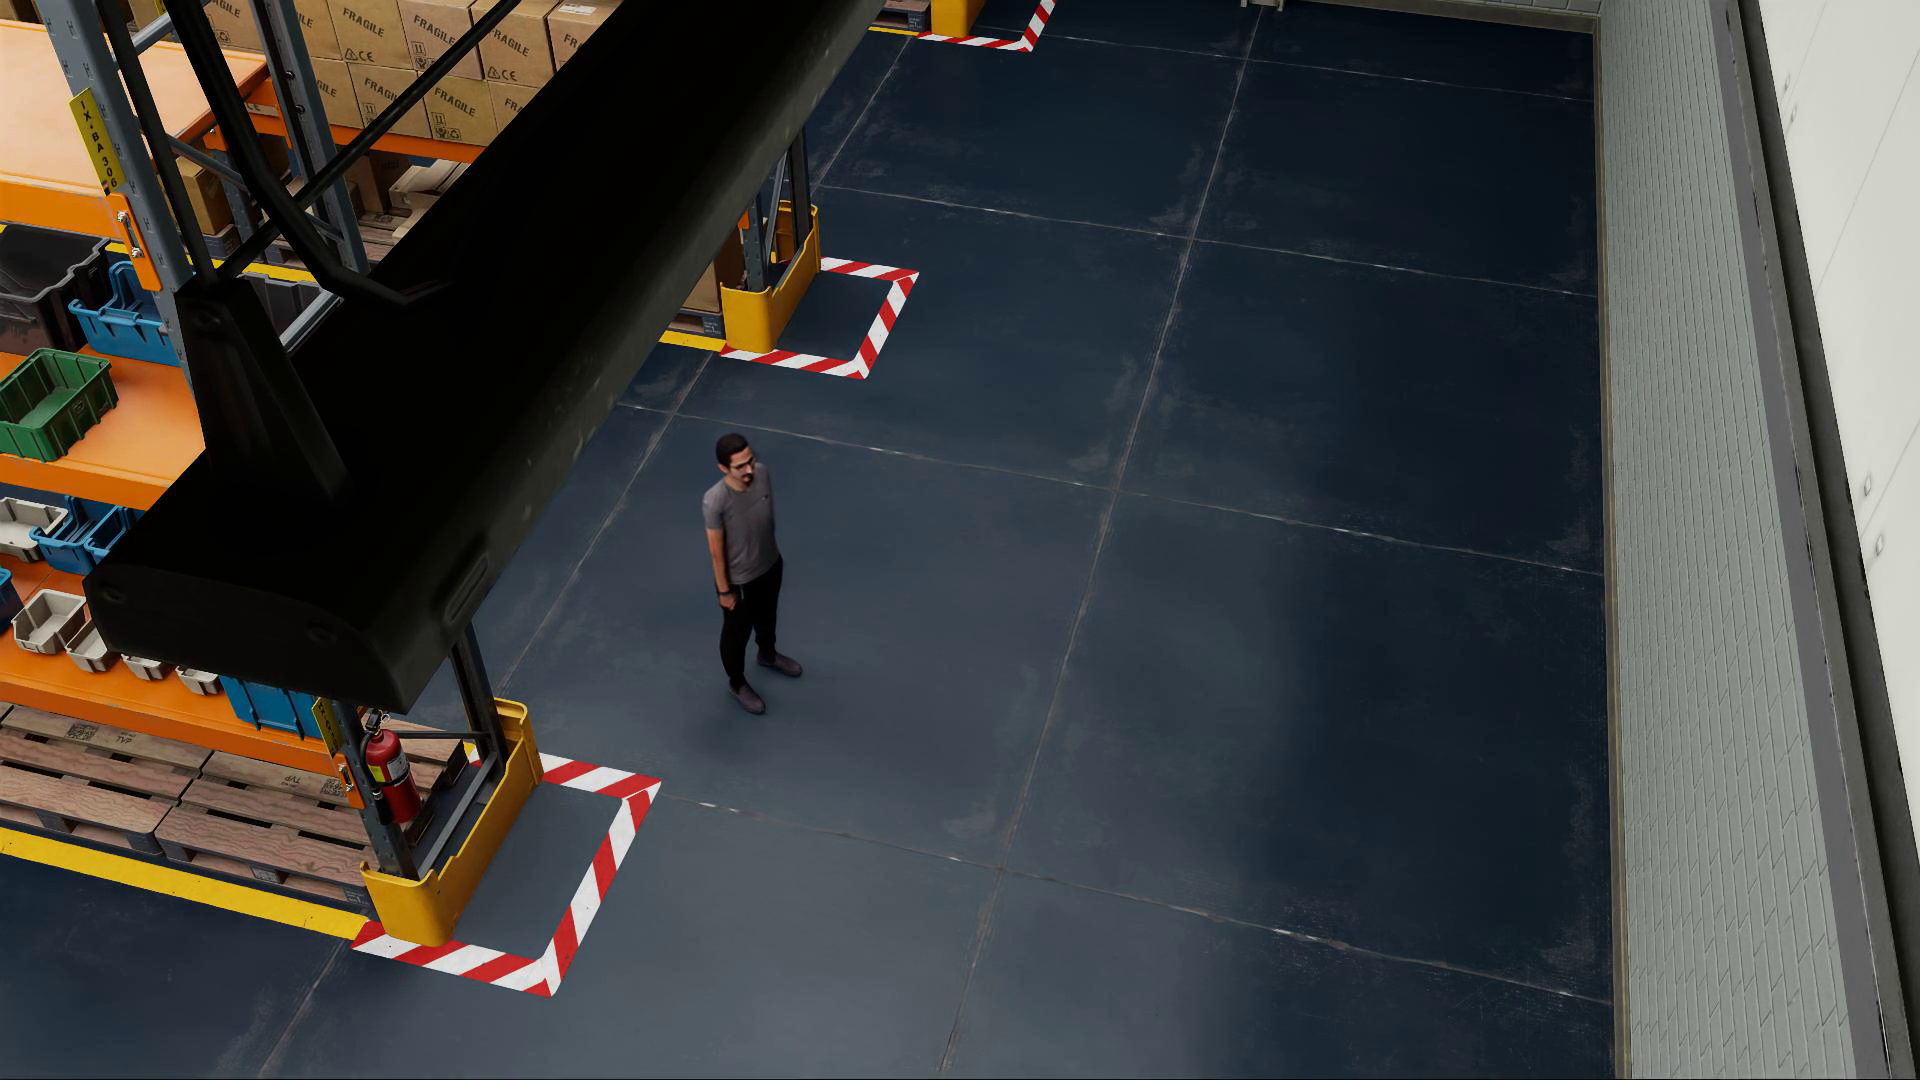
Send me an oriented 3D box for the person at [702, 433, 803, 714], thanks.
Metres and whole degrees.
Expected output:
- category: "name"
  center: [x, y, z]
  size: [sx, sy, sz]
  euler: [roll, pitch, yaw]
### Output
- category: "person"
  center: [-1.118, 0.134, 8.751]
  size: [0.650, 1.754, 0.689]
  euler: [25, 48, 24]
